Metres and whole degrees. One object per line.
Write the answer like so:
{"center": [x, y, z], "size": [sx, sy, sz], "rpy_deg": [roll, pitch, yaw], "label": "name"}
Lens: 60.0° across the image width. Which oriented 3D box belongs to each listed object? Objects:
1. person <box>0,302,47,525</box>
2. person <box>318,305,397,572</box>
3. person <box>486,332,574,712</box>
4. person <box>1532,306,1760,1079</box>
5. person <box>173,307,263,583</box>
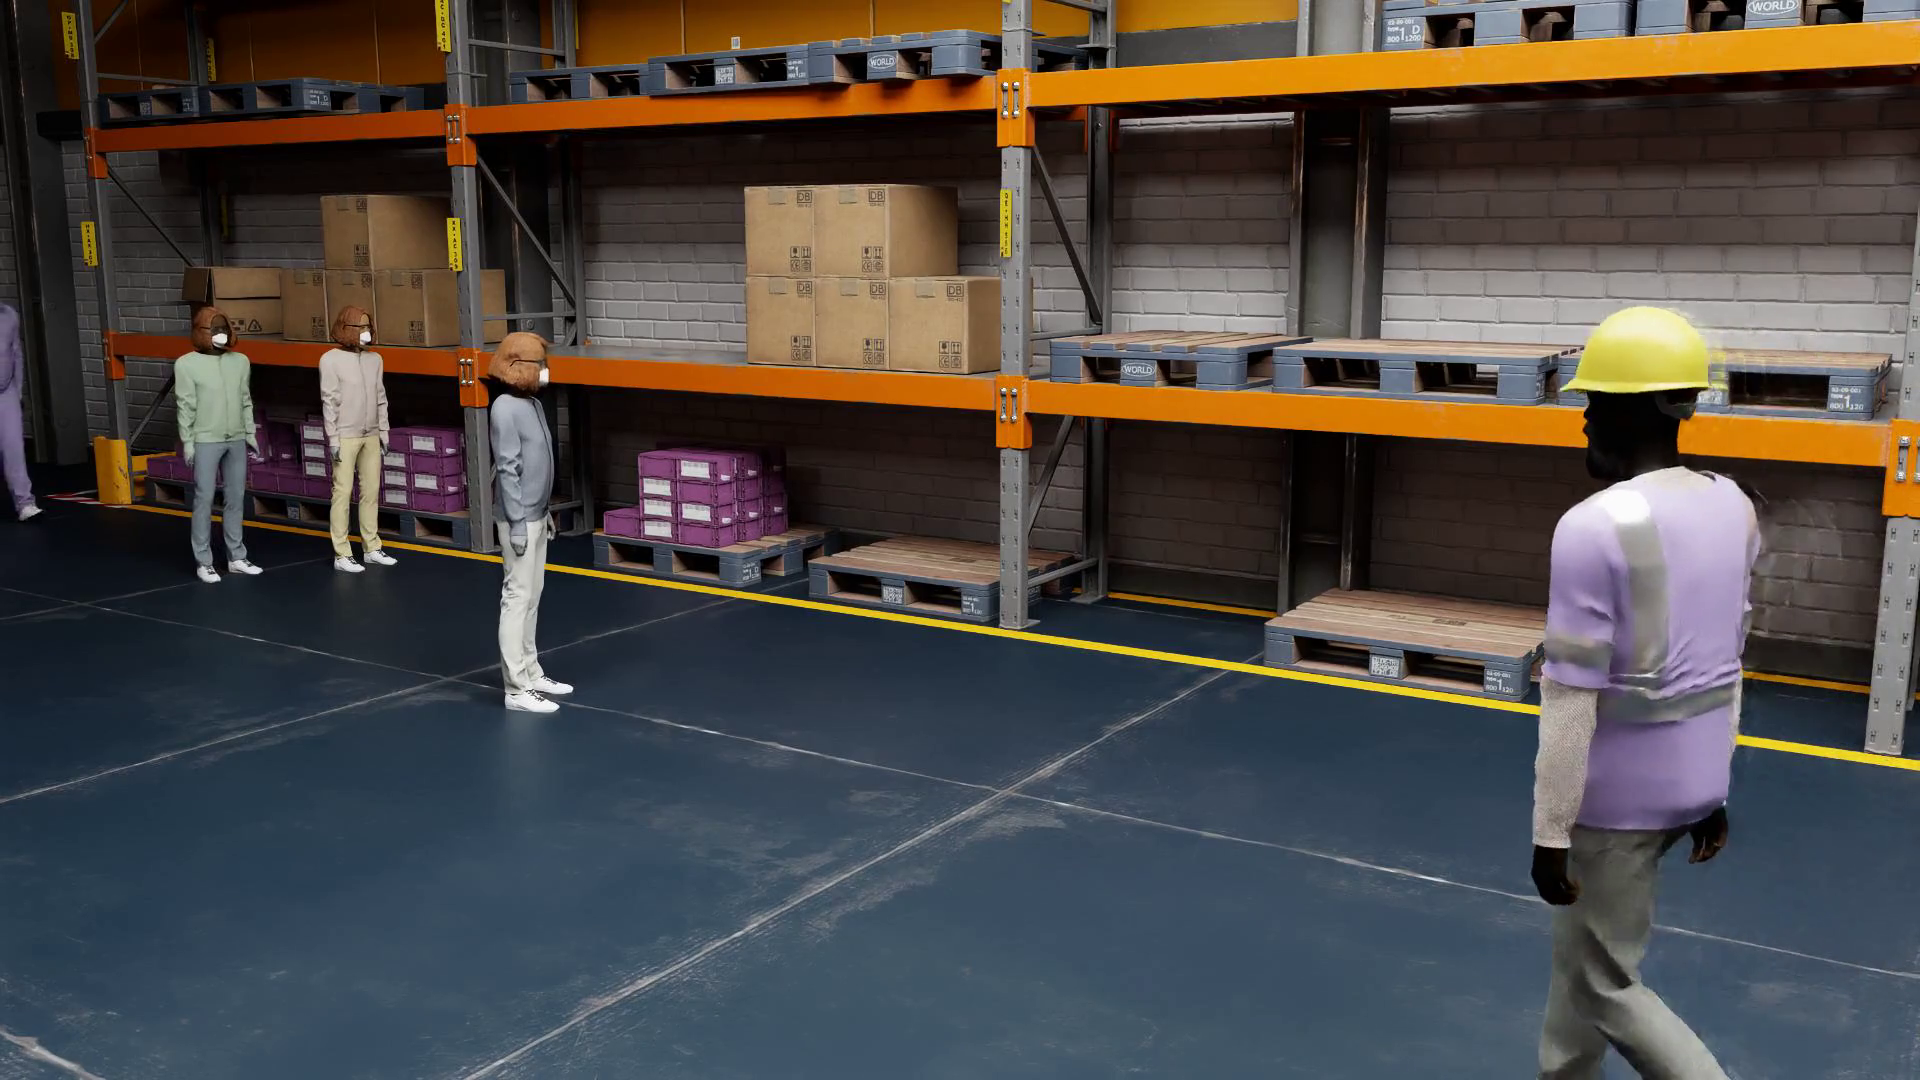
{"center": [-6.878, -1.007, 11.730], "size": [0.992, 1.850, 0.656], "rpy_deg": [8, 13, 38], "label": "person"}
{"center": [-3.707, -0.622, 10.228], "size": [0.277, 1.629, 0.496], "rpy_deg": [5, 11, 26], "label": "person"}
{"center": [-1.874, -0.081, 7.205], "size": [0.288, 1.634, 0.499], "rpy_deg": [0, 10, -1], "label": "person"}
{"center": [1.401, 0.492, 3.314], "size": [0.590, 1.900, 0.829], "rpy_deg": [-8, 13, -36], "label": "person"}
{"center": [-4.419, -0.572, 9.929], "size": [0.266, 1.631, 0.507], "rpy_deg": [6, 12, 30], "label": "person"}
